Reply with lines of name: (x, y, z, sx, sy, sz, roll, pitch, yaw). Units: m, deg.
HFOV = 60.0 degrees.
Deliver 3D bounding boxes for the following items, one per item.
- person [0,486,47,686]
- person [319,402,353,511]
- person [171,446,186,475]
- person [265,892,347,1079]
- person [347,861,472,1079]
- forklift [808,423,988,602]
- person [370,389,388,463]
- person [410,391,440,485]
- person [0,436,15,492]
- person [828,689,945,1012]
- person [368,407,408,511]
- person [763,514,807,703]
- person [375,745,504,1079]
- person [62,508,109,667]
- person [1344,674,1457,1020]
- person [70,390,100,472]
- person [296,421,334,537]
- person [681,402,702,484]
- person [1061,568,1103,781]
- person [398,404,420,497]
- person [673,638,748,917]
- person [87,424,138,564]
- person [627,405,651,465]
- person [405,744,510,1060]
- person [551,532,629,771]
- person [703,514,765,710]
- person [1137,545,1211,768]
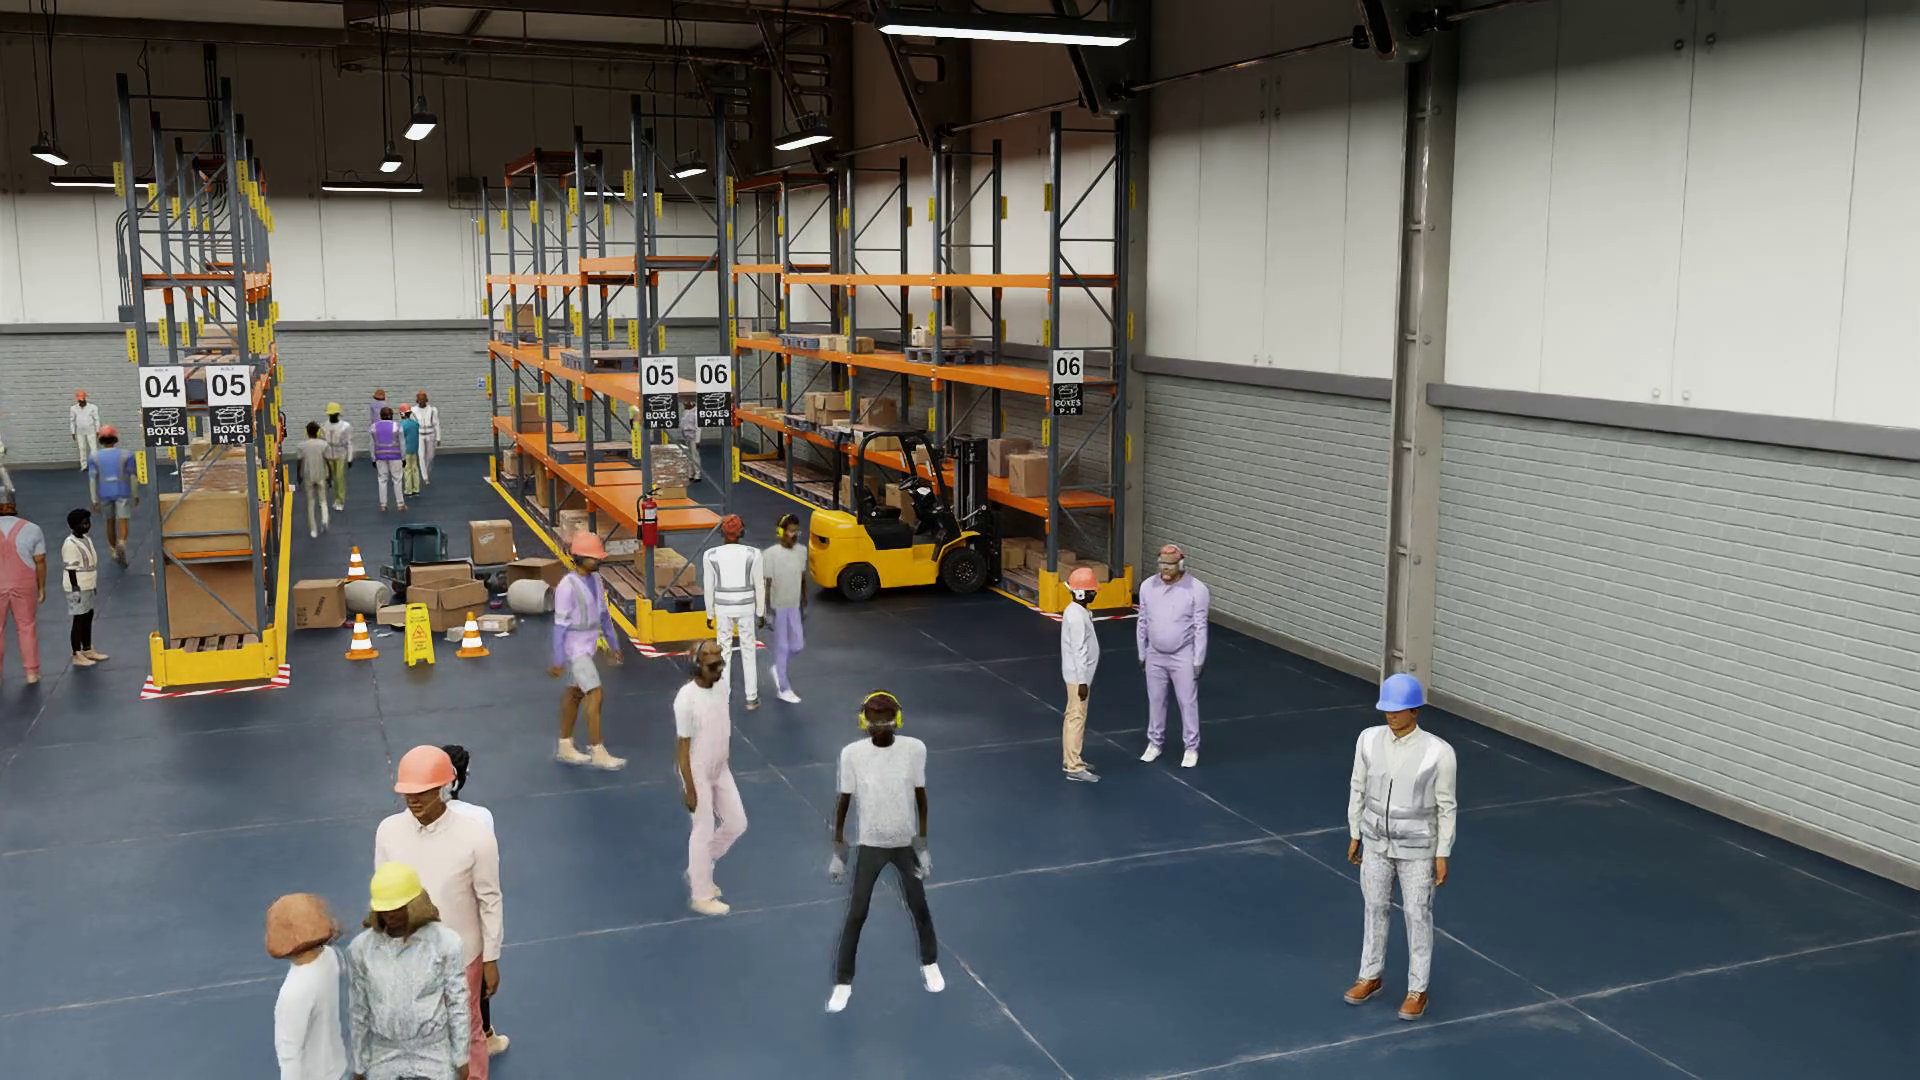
person: (-9.620, 0.450, 16.817, 0.689, 2.000, 0.535, -6, 11, -35)
person: (-10.989, -1.467, 29.266, 0.615, 1.912, 0.404, 1, 9, 4)
person: (-16.317, -2.173, 34.622, 0.318, 1.631, 0.514, -1, 9, -6)
person: (-2.640, 2.246, 6.889, 0.553, 1.612, 0.510, 0, 9, -3)
person: (-2.300, 2.169, 6.963, 0.496, 1.735, 0.327, -1, 9, -6)
forklift: (-0.830, -0.399, 21.676, 2.313, 2.155, 1.214, -4, 10, -21)
person: (-12.786, -2.508, 36.715, 0.501, 1.631, 0.285, 4, 10, 26)
person: (-10.648, -2.037, 33.037, 0.585, 1.860, 0.770, -4, 10, -24)
person: (-18.352, -1.656, 31.470, 0.763, 1.585, 0.572, -3, 9, -16)
person: (-0.443, 1.730, 9.460, 0.628, 1.843, 0.470, -1, 9, -7)
person: (-10.040, -1.422, 29.248, 0.619, 1.837, 0.430, 0, 9, -3)
person: (-1.706, 0.649, 16.166, 0.530, 1.847, 0.463, -7, 11, -37)
person: (-2.430, 1.916, 7.726, 0.611, 1.996, 0.387, 1, 9, 9)
person: (-9.303, 0.500, 17.611, 0.319, 1.690, 0.540, -1, 9, -8)
person: (2.446, 1.692, 9.285, 0.616, 1.945, 0.399, 7, 12, 39)
person: (-18.403, -2.287, 34.987, 0.573, 1.741, 0.355, -2, 9, -10)
person: (-10.191, -0.954, 26.264, 0.551, 1.849, 0.443, -4, 10, -22)
person: (-5.338, -2.030, 33.106, 0.403, 1.826, 0.605, -6, 11, -35)
person: (0.998, 1.093, 13.668, 0.329, 1.750, 0.573, 0, 9, -1)
person: (-10.333, -1.675, 31.092, 0.330, 1.750, 0.573, 3, 10, 18)
person: (-1.611, 1.525, 10.713, 0.406, 1.826, 0.534, 5, 10, 28)
person: (-12.163, -0.659, 23.879, 0.610, 2.015, 0.864, -3, 10, -20)
person: (-6.931, -2.403, 36.010, 0.545, 1.643, 0.887, -7, 11, -36)
person: (-2.647, 1.908, 8.725, 0.531, 1.693, 0.320, 2, 9, 9)
person: (-3.067, 0.925, 13.917, 0.846, 2.006, 0.623, 1, 9, 9)
person: (-2.139, 0.689, 15.807, 0.576, 1.882, 0.355, -1, 9, -5)
person: (1.774, 0.971, 14.007, 0.642, 1.897, 0.398, 5, 10, 30)
